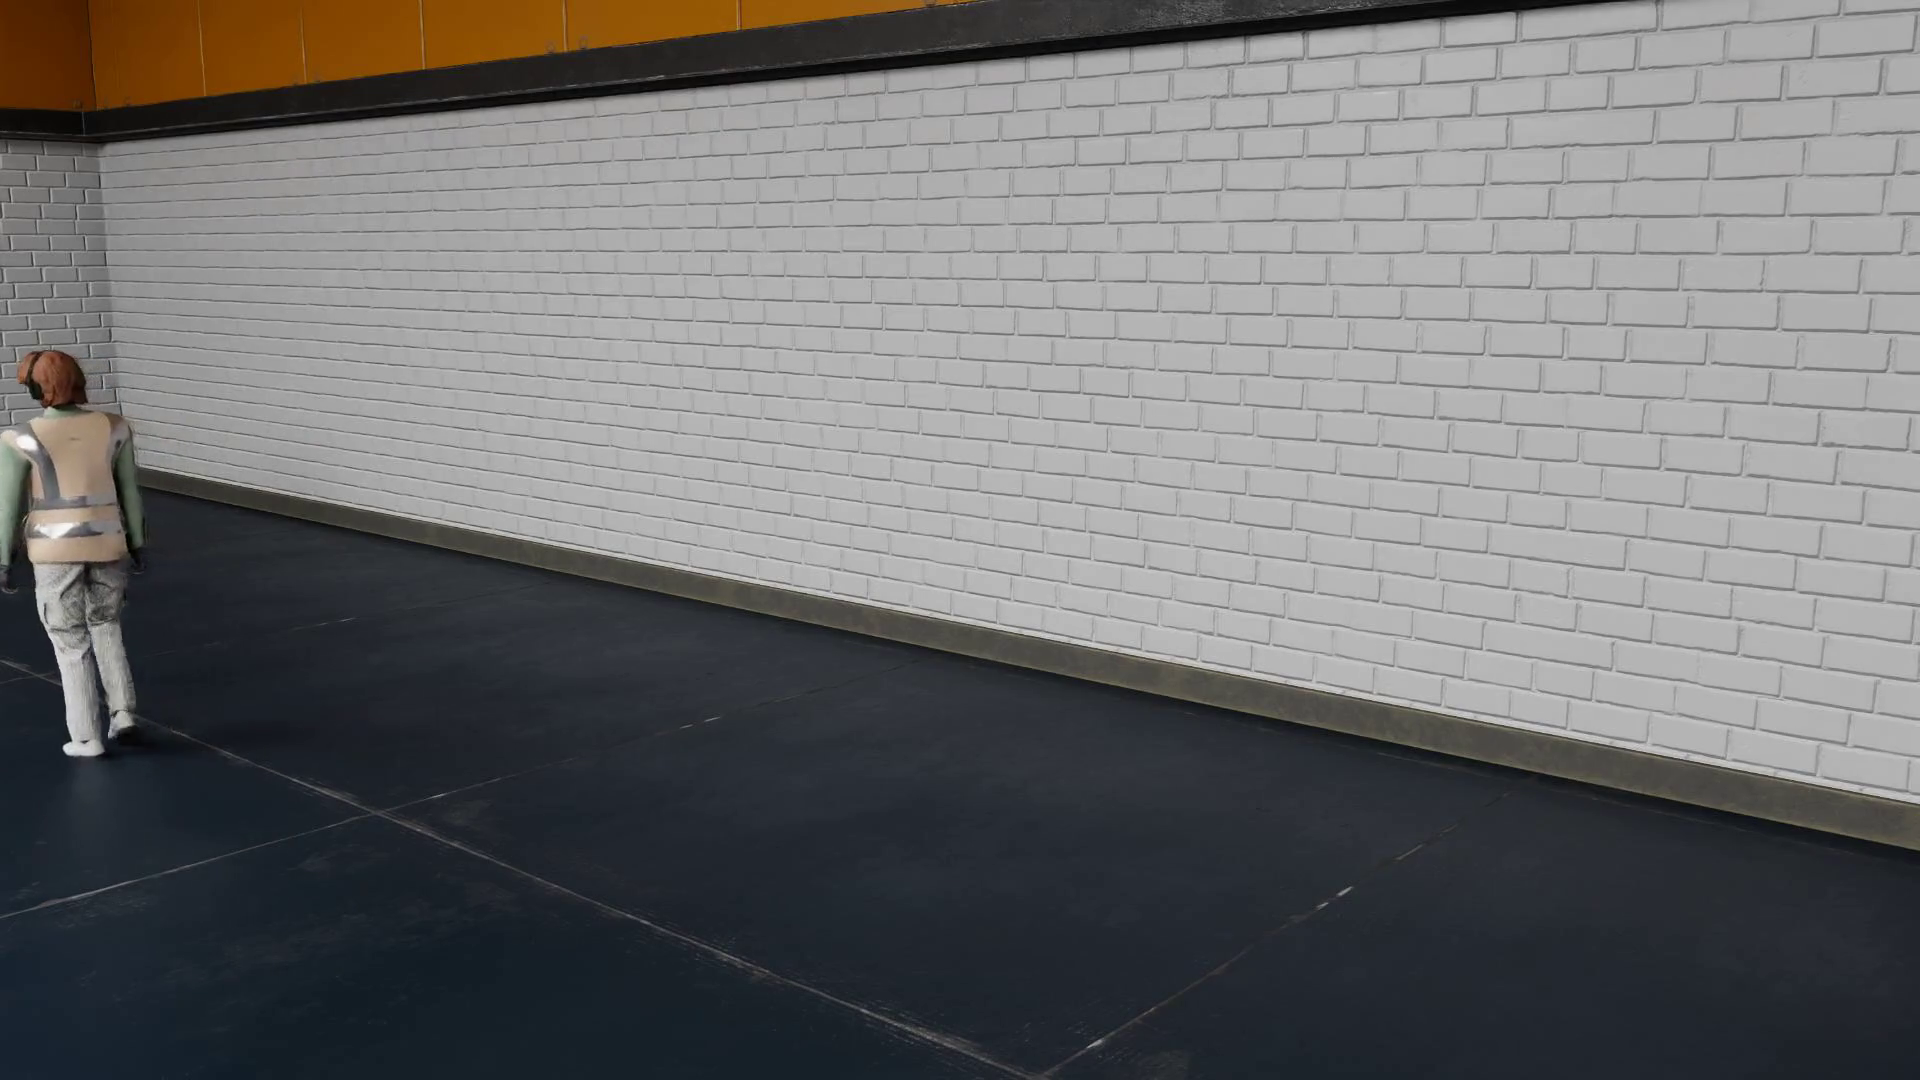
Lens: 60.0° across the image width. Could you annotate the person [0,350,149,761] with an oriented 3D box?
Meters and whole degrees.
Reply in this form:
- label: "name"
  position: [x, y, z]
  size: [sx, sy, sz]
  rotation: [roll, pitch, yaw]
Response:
- label: "person"
  position: [-3.497, 0.067, 6.543]
  size: [0.389, 1.625, 0.548]
  rotation: [8, 13, 37]
